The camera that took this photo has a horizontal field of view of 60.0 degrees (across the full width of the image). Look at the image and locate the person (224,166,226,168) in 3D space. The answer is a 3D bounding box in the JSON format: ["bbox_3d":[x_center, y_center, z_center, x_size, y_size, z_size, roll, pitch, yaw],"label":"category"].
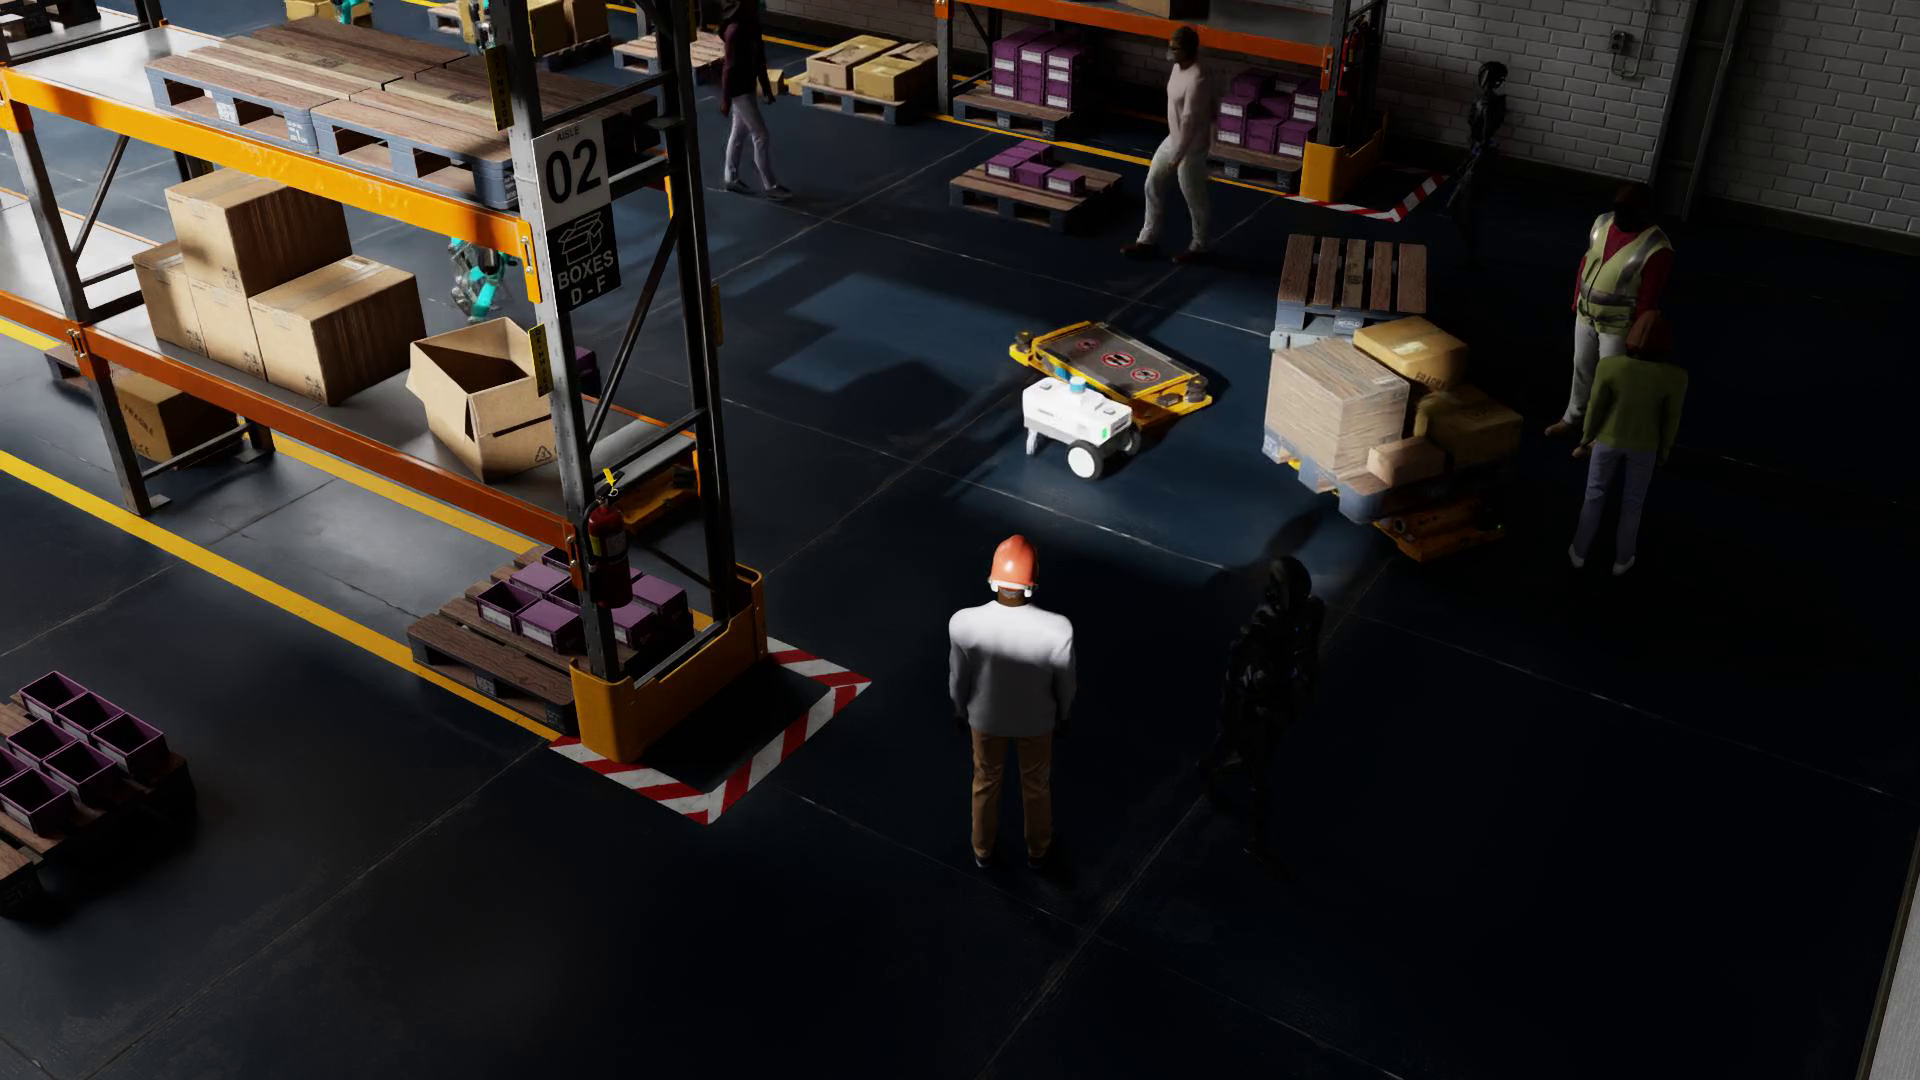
[{"bbox_3d":[-5.175,-2.579,12.390,0.508,1.843,0.339,-4,33,-6],"label":"person"}]

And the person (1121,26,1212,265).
[{"bbox_3d":[1.659,-3.064,13.086,0.840,1.908,0.641,-7,34,-11],"label":"person"}]

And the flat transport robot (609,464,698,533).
[{"bbox_3d":[-2.391,-0.462,10.583,1.431,0.231,0.659,20,38,28],"label":"flat transport robot"}]

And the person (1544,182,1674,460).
[{"bbox_3d":[4.130,-1.406,10.604,0.430,1.834,0.628,-14,36,-21],"label":"person"}]

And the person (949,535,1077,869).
[{"bbox_3d":[0.234,0.741,7.372,0.561,1.751,0.324,2,33,4],"label":"person"}]

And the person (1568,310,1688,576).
[{"bbox_3d":[3.784,-0.543,9.453,0.498,1.633,0.283,14,35,20],"label":"person"}]

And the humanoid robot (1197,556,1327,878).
[{"bbox_3d":[1.334,0.718,7.529,0.608,1.645,0.739,-20,38,-28],"label":"humanoid robot"}]

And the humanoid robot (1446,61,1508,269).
[{"bbox_3d":[4.063,-2.933,13.093,0.344,1.650,0.599,7,34,11],"label":"humanoid robot"}]

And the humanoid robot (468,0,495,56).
[{"bbox_3d":[-4.338,-4.696,15.747,0.531,1.778,0.786,-8,34,-12],"label":"humanoid robot"}]

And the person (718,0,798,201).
[{"bbox_3d":[-1.746,-3.862,14.304,0.853,1.911,0.520,8,34,11],"label":"person"}]

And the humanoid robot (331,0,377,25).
[{"bbox_3d":[-6.416,-5.745,17.357,1.005,1.735,0.548,28,42,36],"label":"humanoid robot"}]

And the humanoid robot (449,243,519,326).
[{"bbox_3d":[-3.363,-1.978,11.631,0.778,1.839,0.533,3,33,5],"label":"humanoid robot"}]

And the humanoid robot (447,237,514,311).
[{"bbox_3d":[-3.661,-2.558,12.499,0.681,1.833,0.548,18,37,25],"label":"humanoid robot"}]

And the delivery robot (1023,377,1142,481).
[{"bbox_3d":[0.774,-0.756,10.781,0.774,0.602,0.513,25,41,33],"label":"delivery robot"}]

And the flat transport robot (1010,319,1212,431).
[{"bbox_3d":[1.047,-1.200,11.718,0.659,0.231,1.431,-22,39,-30],"label":"flat transport robot"}]

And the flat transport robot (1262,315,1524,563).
[{"bbox_3d":[2.682,-0.352,10.414,0.659,0.231,1.431,-15,36,-22],"label":"flat transport robot"}]
